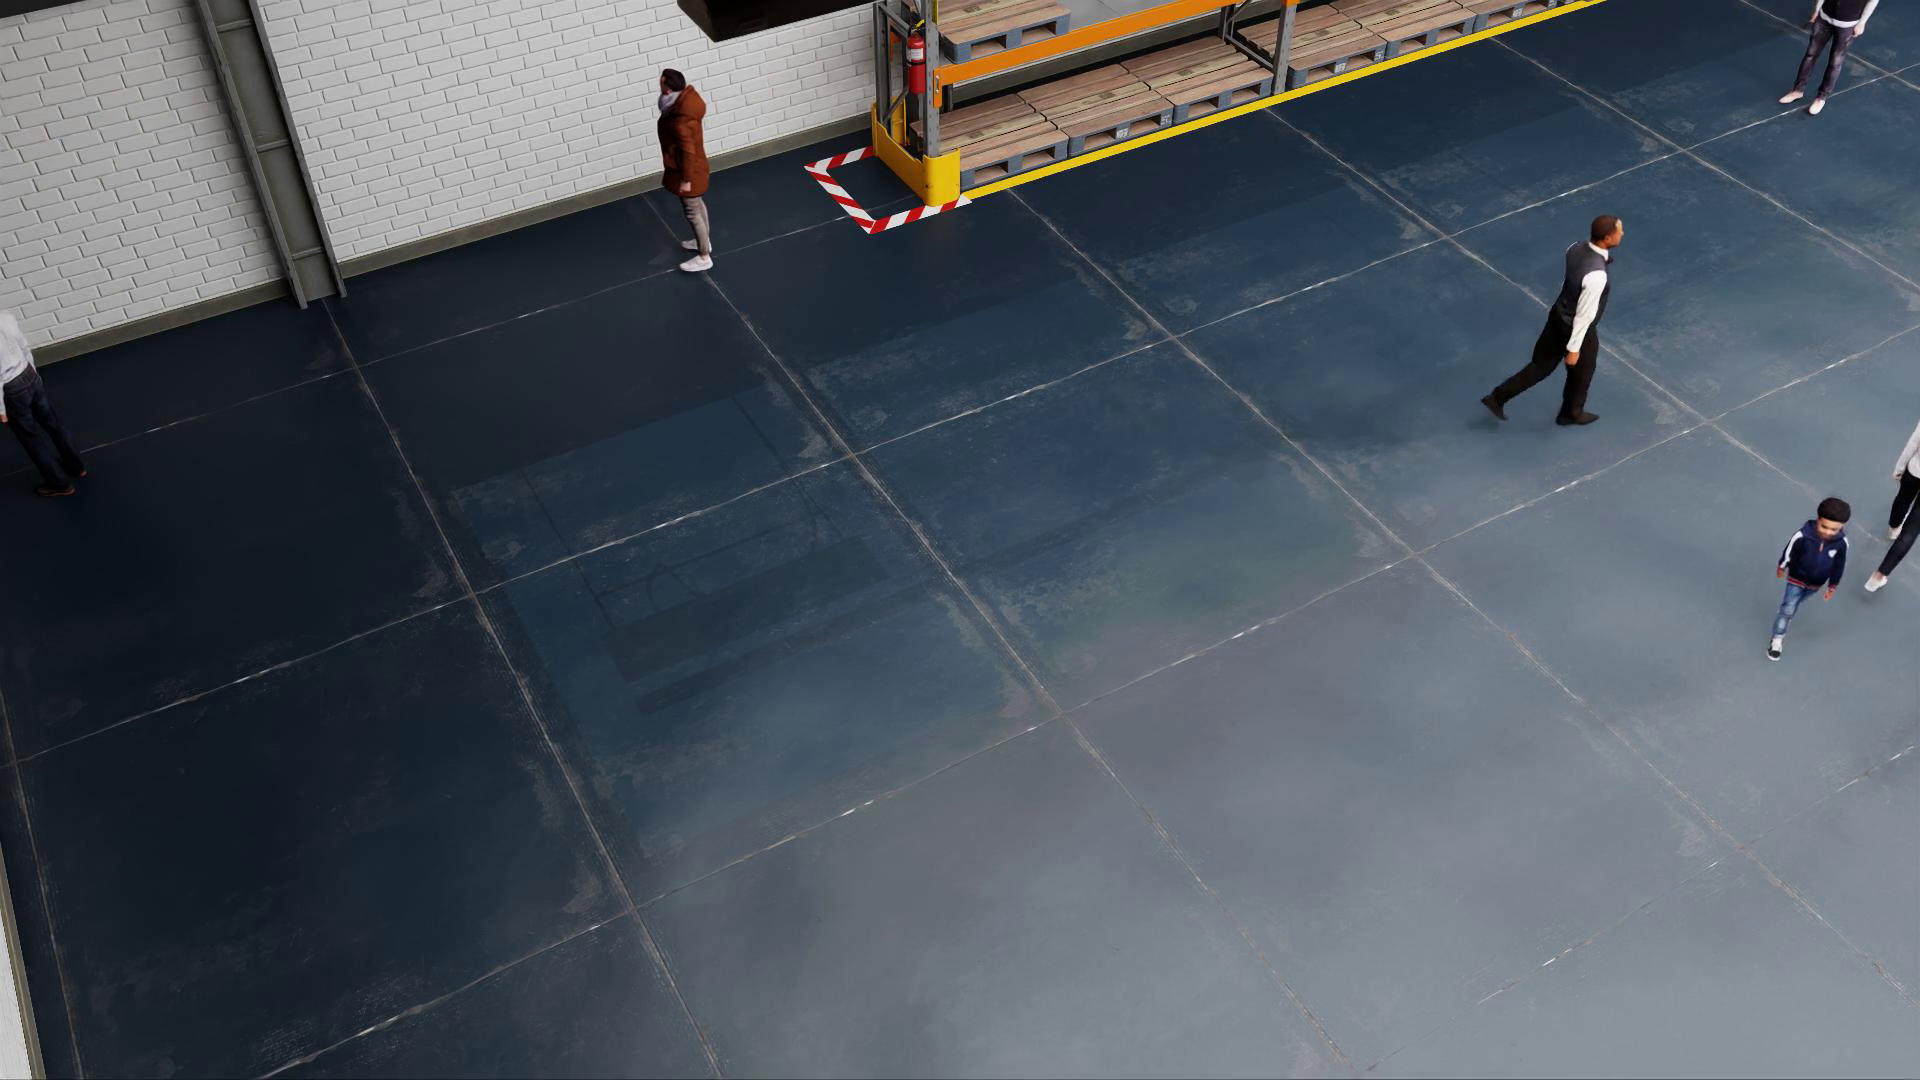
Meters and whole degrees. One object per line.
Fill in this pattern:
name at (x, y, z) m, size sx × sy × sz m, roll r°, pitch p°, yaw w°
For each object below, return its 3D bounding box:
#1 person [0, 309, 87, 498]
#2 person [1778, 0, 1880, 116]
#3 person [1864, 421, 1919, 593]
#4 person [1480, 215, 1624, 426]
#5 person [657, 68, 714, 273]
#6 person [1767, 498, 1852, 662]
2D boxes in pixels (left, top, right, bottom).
person at (-6.756, -1.084, 11.888) m, size 0.772 × 1.818 × 0.735 m, roll 7°, pitch 44°, yaw 7°
person at (8.464, -5.005, 16.001) m, size 0.666 × 1.822 × 0.732 m, roll -31°, pitch 52°, yaw -29°
person at (6.521, -0.358, 11.249) m, size 0.821 × 1.648 × 1.214 m, roll 35°, pitch 53°, yaw 31°
person at (4.456, -1.586, 12.364) m, size 1.303 × 1.889 × 1.028 m, roll -4°, pitch 44°, yaw -4°
person at (-2.285, -3.135, 14.027) m, size 0.848 × 1.837 × 0.825 m, roll -1°, pitch 44°, yaw -1°
person at (5.625, 0.186, 11.002) m, size 0.812 × 1.202 × 0.895 m, roll 14°, pitch 45°, yaw 14°
